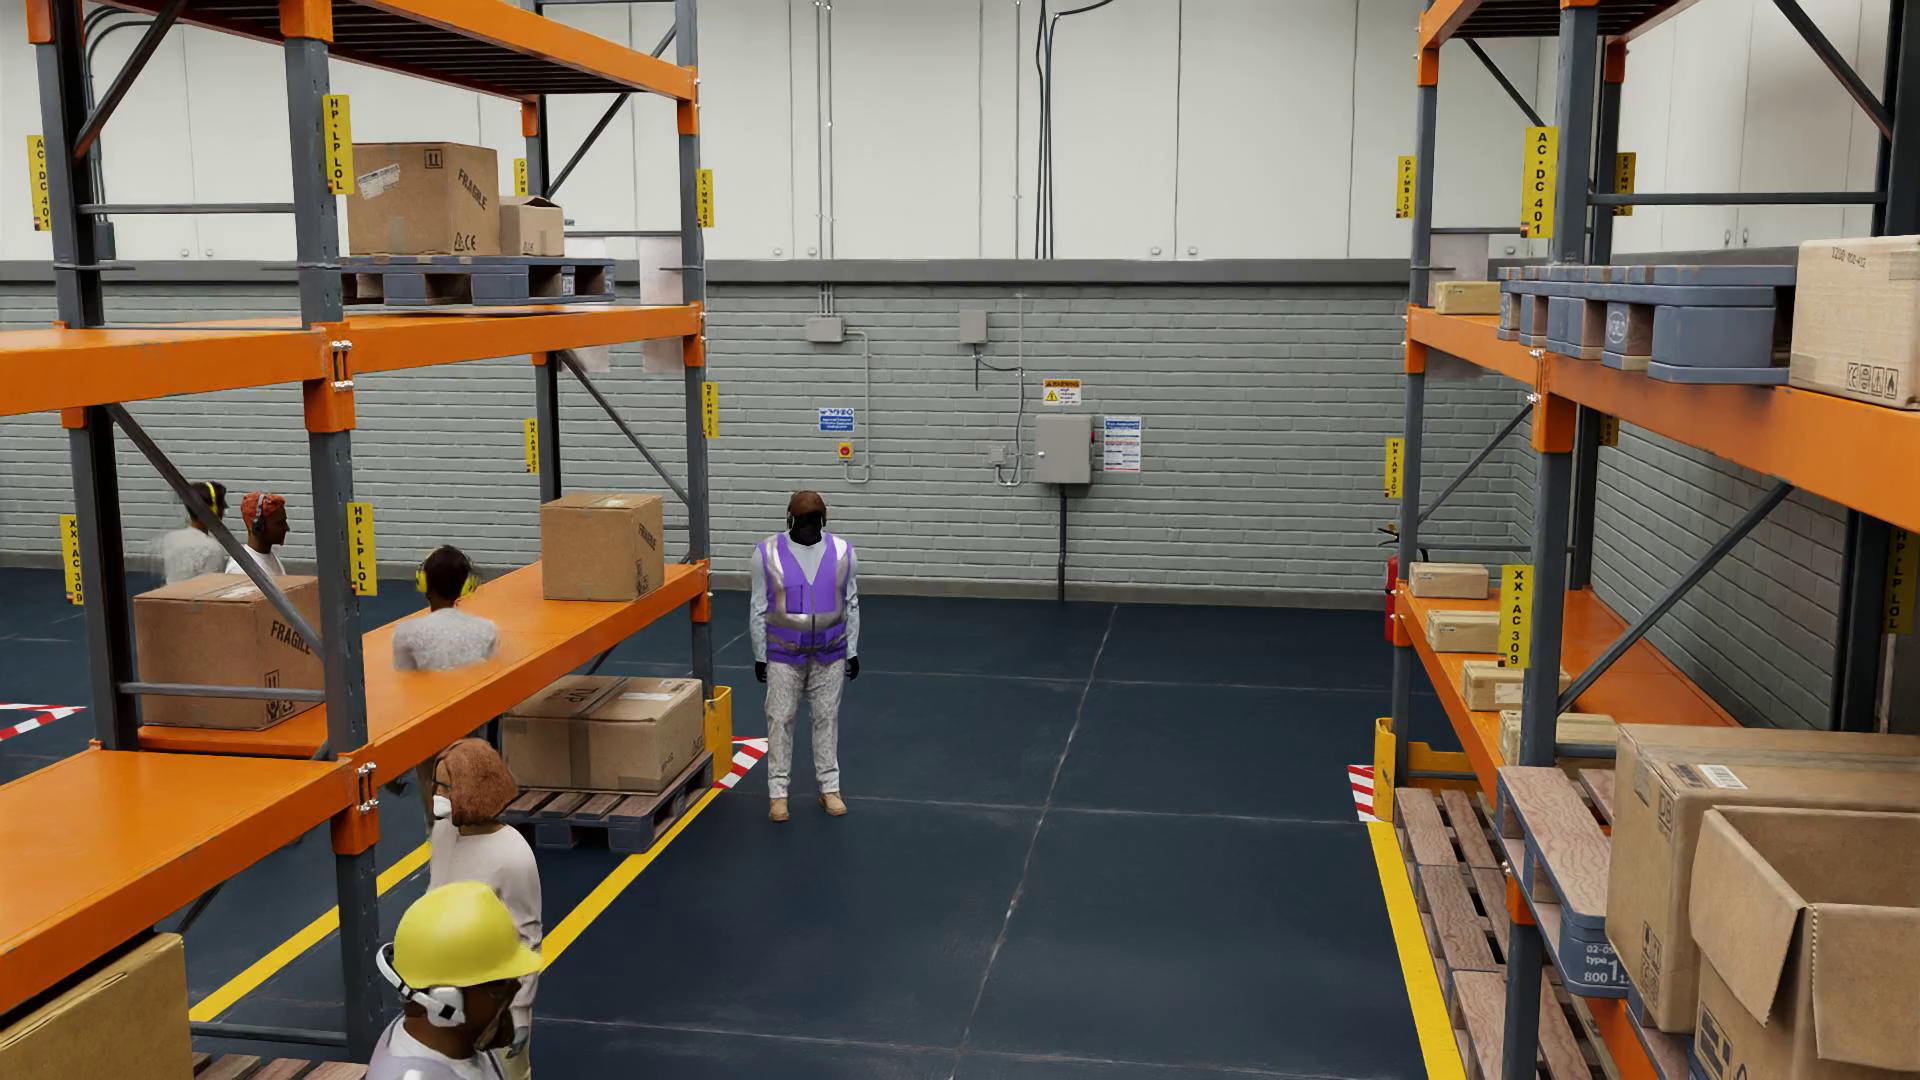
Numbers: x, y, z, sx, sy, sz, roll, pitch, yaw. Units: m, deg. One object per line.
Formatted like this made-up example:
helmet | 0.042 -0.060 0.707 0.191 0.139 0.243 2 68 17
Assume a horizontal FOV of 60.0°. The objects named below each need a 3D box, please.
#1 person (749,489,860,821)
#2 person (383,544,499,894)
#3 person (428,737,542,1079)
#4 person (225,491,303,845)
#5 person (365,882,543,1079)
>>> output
person | -0.850 0.631 9.225 0.622 1.842 0.429 -3 10 -17
person | -2.219 0.946 7.312 0.853 1.832 0.532 8 12 39
person | -1.472 1.401 5.106 0.499 1.634 0.278 8 12 39
person | -3.680 0.677 8.824 0.359 1.880 0.575 -1 9 -6
person | -1.027 1.583 3.420 0.405 1.825 0.600 -2 9 -13
